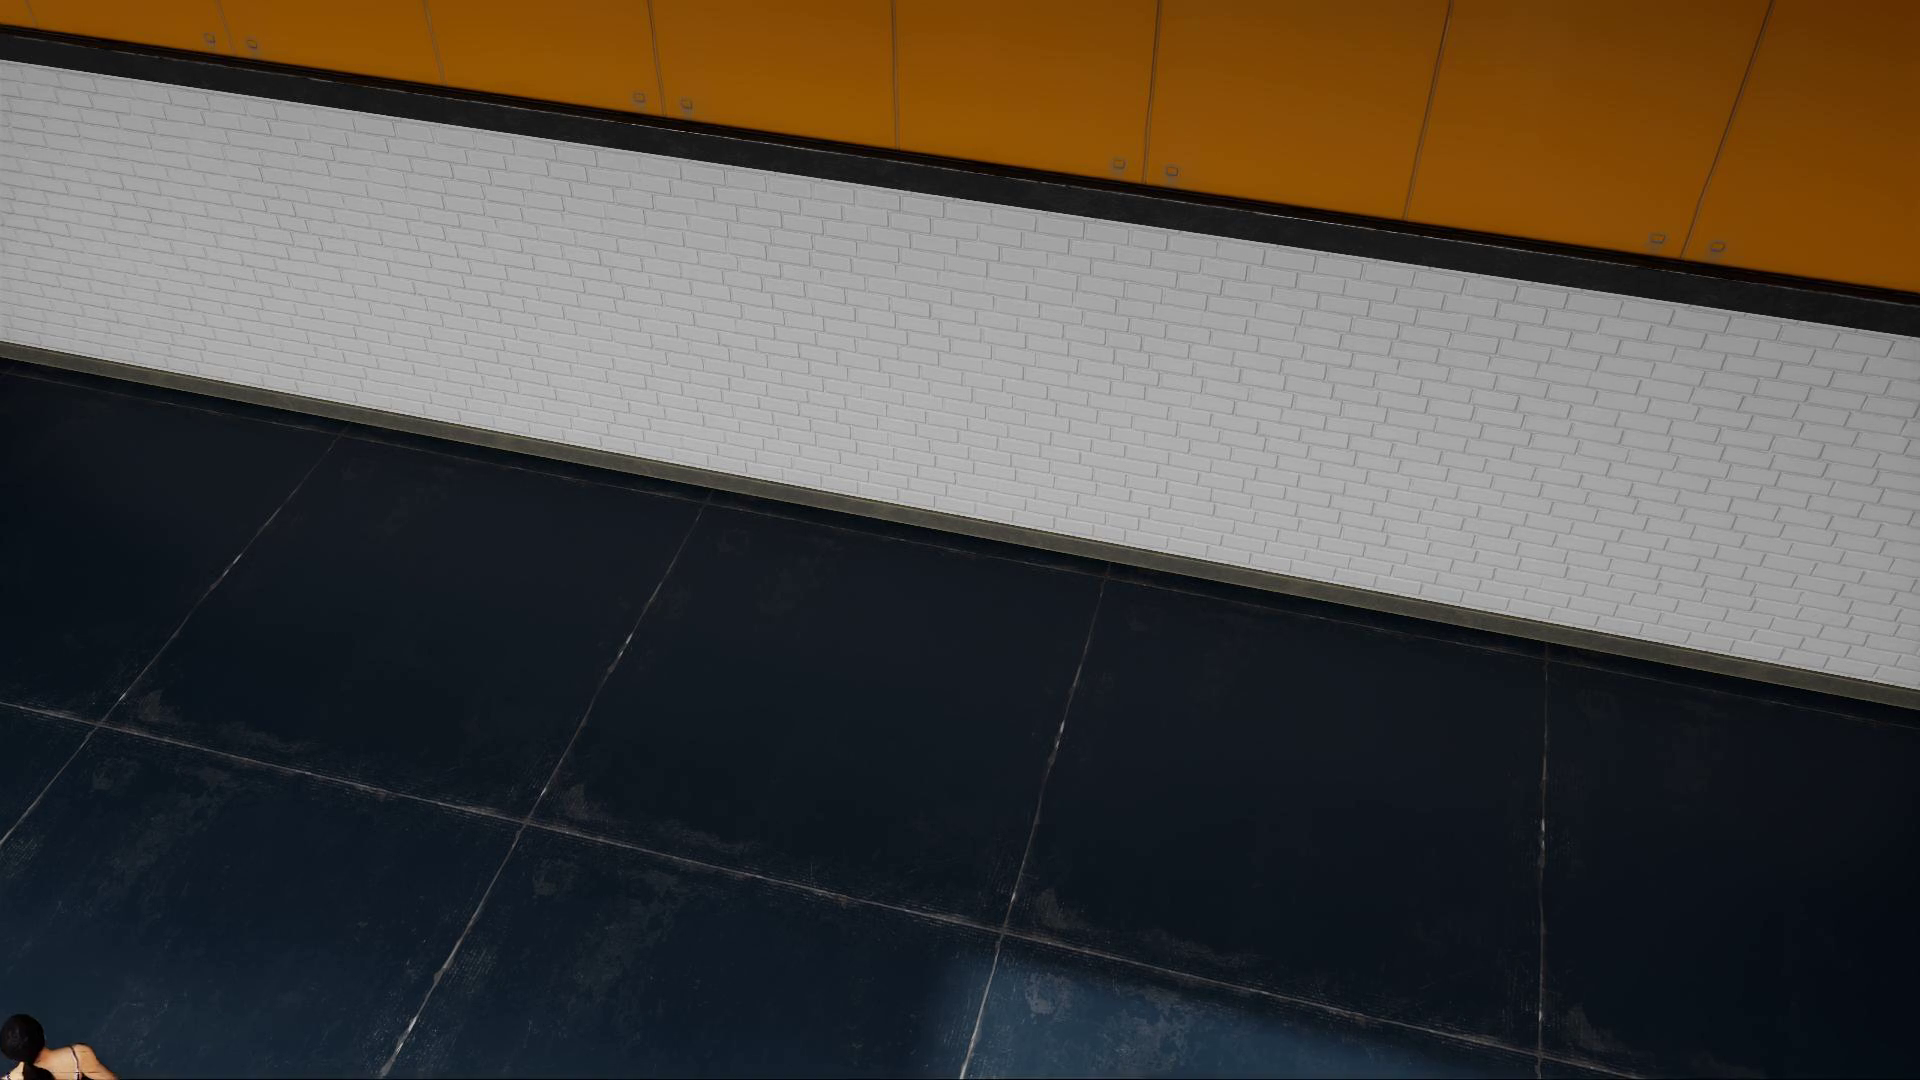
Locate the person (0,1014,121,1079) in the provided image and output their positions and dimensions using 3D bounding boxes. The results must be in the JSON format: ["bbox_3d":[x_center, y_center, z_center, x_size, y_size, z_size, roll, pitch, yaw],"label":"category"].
[{"bbox_3d":[-4.074,2.812,7.759,0.716,1.716,0.779,-25,49,-24],"label":"person"}]
